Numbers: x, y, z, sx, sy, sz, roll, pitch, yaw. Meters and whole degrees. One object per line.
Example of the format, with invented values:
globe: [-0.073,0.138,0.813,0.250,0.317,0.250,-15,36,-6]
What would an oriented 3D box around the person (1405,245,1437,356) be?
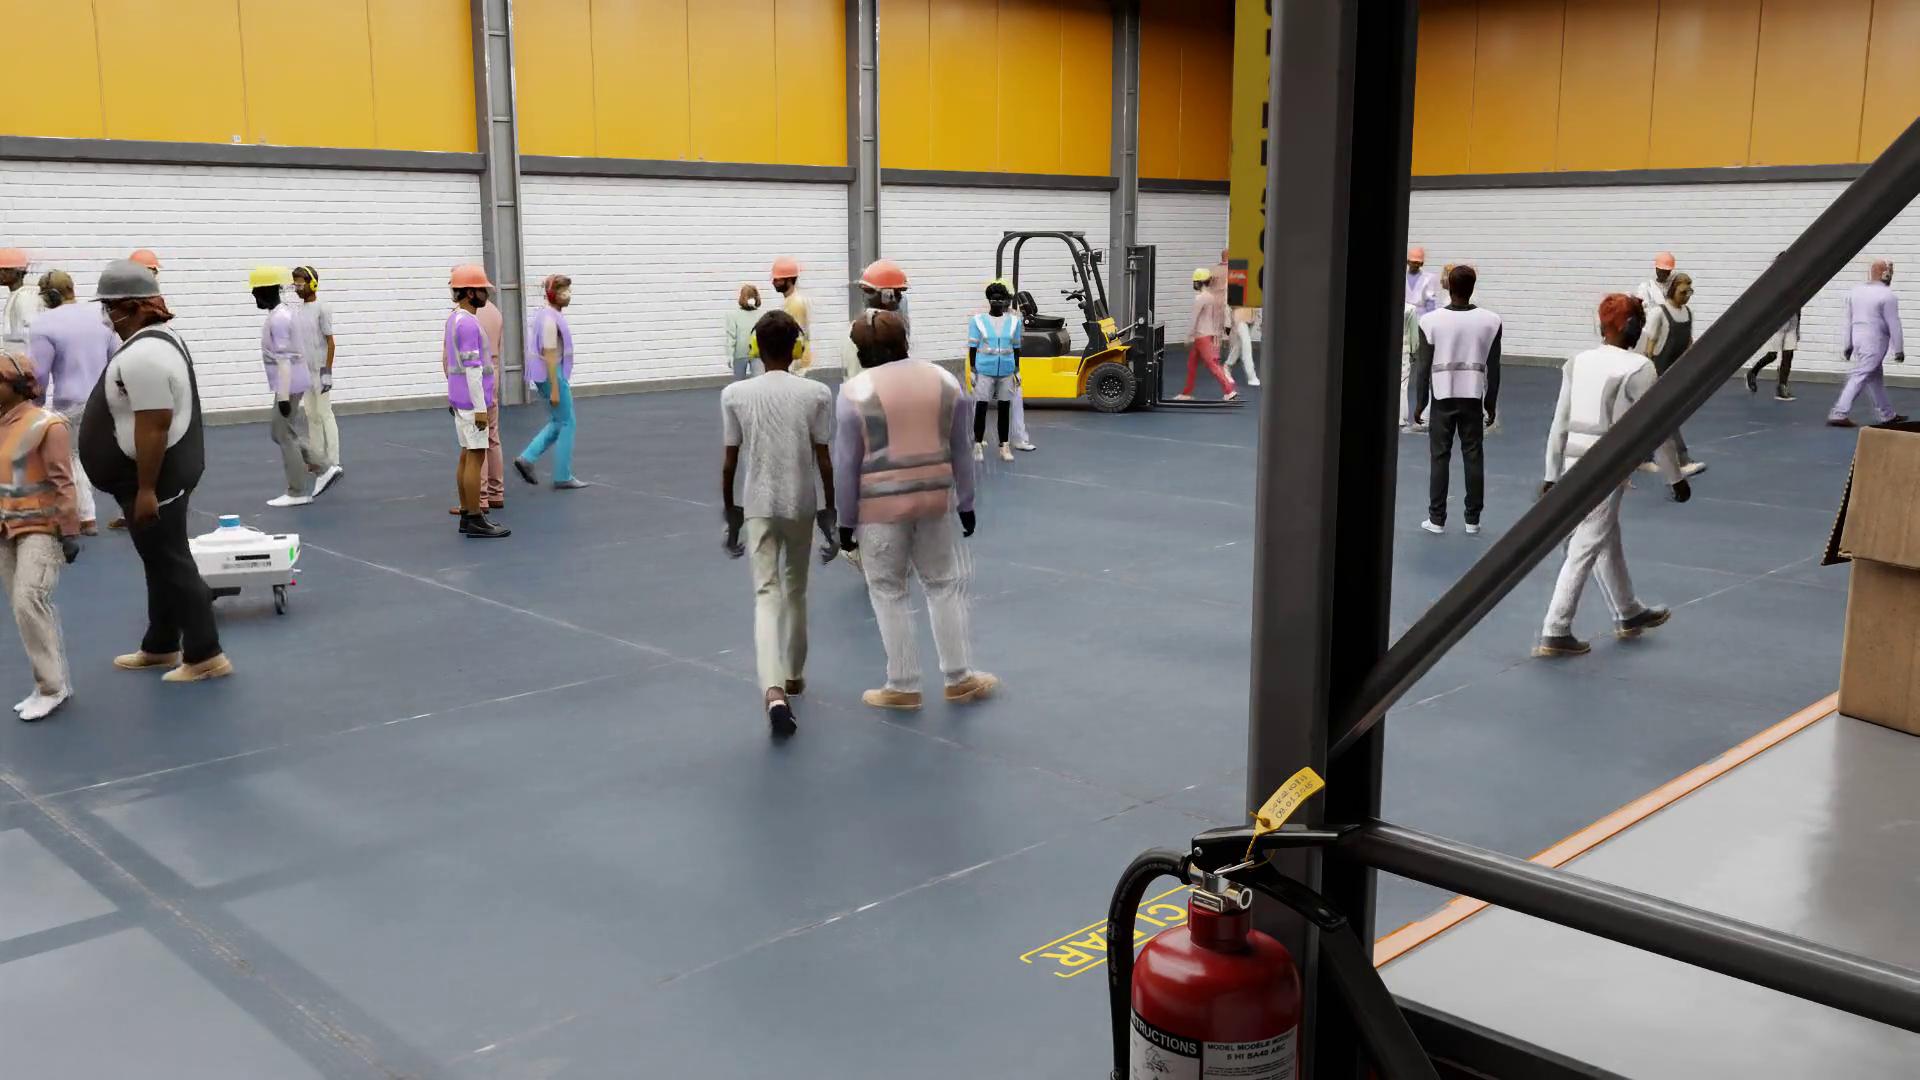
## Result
person: [6.175,-2.999,22.622,0.599,2.009,0.857,5,12,26]

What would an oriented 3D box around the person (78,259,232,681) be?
person: [-3.910,-0.334,7.965,0.537,2.000,0.691,-3,11,-18]

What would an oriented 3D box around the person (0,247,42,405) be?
person: [-8.193,-1.554,14.645,0.613,2.032,0.622,-9,14,-40]

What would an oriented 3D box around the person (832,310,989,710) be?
person: [-0.228,-0.128,7.521,0.753,1.813,0.432,-5,12,-26]

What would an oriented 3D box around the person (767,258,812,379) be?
person: [-1.588,-1.679,15.624,0.433,1.918,0.571,-2,11,-10]

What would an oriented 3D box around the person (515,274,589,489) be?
person: [-3.443,-1.315,13.921,0.530,1.815,0.639,-5,11,-25]

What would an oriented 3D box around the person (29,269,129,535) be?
person: [-6.232,-0.956,11.787,0.508,1.893,0.666,5,12,27]

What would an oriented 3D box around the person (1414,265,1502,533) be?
person: [3.562,-1.000,11.932,0.590,1.918,0.391,1,10,6]

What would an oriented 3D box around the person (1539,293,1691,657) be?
person: [3.373,-0.331,8.519,0.982,1.831,0.591,-3,11,-17]

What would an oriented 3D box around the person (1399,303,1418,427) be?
person: [4.846,-2.083,18.588,0.514,1.645,0.309,3,11,15]

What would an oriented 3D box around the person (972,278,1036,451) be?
person: [0.399,-1.758,16.632,0.531,1.714,0.931,-6,12,-30]

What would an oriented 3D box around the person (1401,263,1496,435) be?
person: [5.266,-2.010,17.666,0.951,1.846,0.575,0,10,1]

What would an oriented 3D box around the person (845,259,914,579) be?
person: [-0.474,-0.706,10.137,0.440,1.983,0.638,-7,13,-34]

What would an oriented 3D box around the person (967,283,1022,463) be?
person: [0.328,-1.569,15.653,0.532,1.692,0.320,-3,11,-15]

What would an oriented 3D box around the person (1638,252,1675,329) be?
person: [8.340,-2.459,19.852,0.547,1.930,0.384,-1,10,-8]

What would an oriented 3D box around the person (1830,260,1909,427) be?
person: [10.189,-2.169,18.485,1.012,1.848,0.668,-1,10,-6]

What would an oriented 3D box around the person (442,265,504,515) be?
person: [-3.755,-1.149,12.780,0.408,1.905,0.654,2,11,10]

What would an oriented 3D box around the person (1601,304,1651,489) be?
person: [5.609,-1.245,14.114,0.549,1.602,0.511,-3,11,-17]

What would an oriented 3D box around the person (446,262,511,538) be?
person: [-3.436,-0.984,11.783,0.352,1.941,0.543,-5,12,-25]

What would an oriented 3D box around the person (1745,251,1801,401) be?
person: [10.649,-2.798,21.660,0.614,1.944,0.693,-2,11,-13]

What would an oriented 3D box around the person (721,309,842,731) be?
person: [-0.791,-0.104,7.342,0.532,1.823,0.949,-1,10,-7]

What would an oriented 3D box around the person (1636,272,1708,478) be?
person: [6.299,-1.434,14.623,0.497,1.795,0.909,-7,12,-32]

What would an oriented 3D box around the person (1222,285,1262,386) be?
person: [4.057,-3.172,23.874,0.592,1.891,0.966,-8,13,-36]

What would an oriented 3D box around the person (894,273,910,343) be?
person: [-0.827,-2.794,22.492,0.279,1.633,0.506,-6,12,-32]

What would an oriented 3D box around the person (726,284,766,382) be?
person: [-2.339,-2.027,18.364,0.495,1.604,0.788,-2,11,-12]

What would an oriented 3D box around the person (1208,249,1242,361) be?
person: [4.529,-3.981,28.234,0.639,1.904,0.402,5,12,27]

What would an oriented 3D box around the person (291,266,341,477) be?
person: [-5.753,-1.493,14.784,0.509,1.861,0.329,8,13,36]

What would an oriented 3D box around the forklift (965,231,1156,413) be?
forklift: [1.222,-2.721,20.561,2.313,2.155,1.214,2,11,13]

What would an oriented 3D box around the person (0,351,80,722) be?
person: [-4.190,-0.009,7.331,0.537,1.624,0.498,4,11,23]

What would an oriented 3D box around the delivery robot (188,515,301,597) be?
delivery robot: [-4.101,0.104,9.377,0.707,0.478,0.477,-3,11,-17]

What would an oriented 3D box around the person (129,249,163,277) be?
person: [-8.033,-1.870,16.464,0.396,1.992,0.623,-9,13,-39]

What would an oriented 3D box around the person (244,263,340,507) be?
person: [-5.286,-1.213,13.088,0.532,1.915,0.633,-3,11,-17]

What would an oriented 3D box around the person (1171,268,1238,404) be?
person: [3.141,-2.594,21.161,0.898,1.723,0.516,4,11,23]
